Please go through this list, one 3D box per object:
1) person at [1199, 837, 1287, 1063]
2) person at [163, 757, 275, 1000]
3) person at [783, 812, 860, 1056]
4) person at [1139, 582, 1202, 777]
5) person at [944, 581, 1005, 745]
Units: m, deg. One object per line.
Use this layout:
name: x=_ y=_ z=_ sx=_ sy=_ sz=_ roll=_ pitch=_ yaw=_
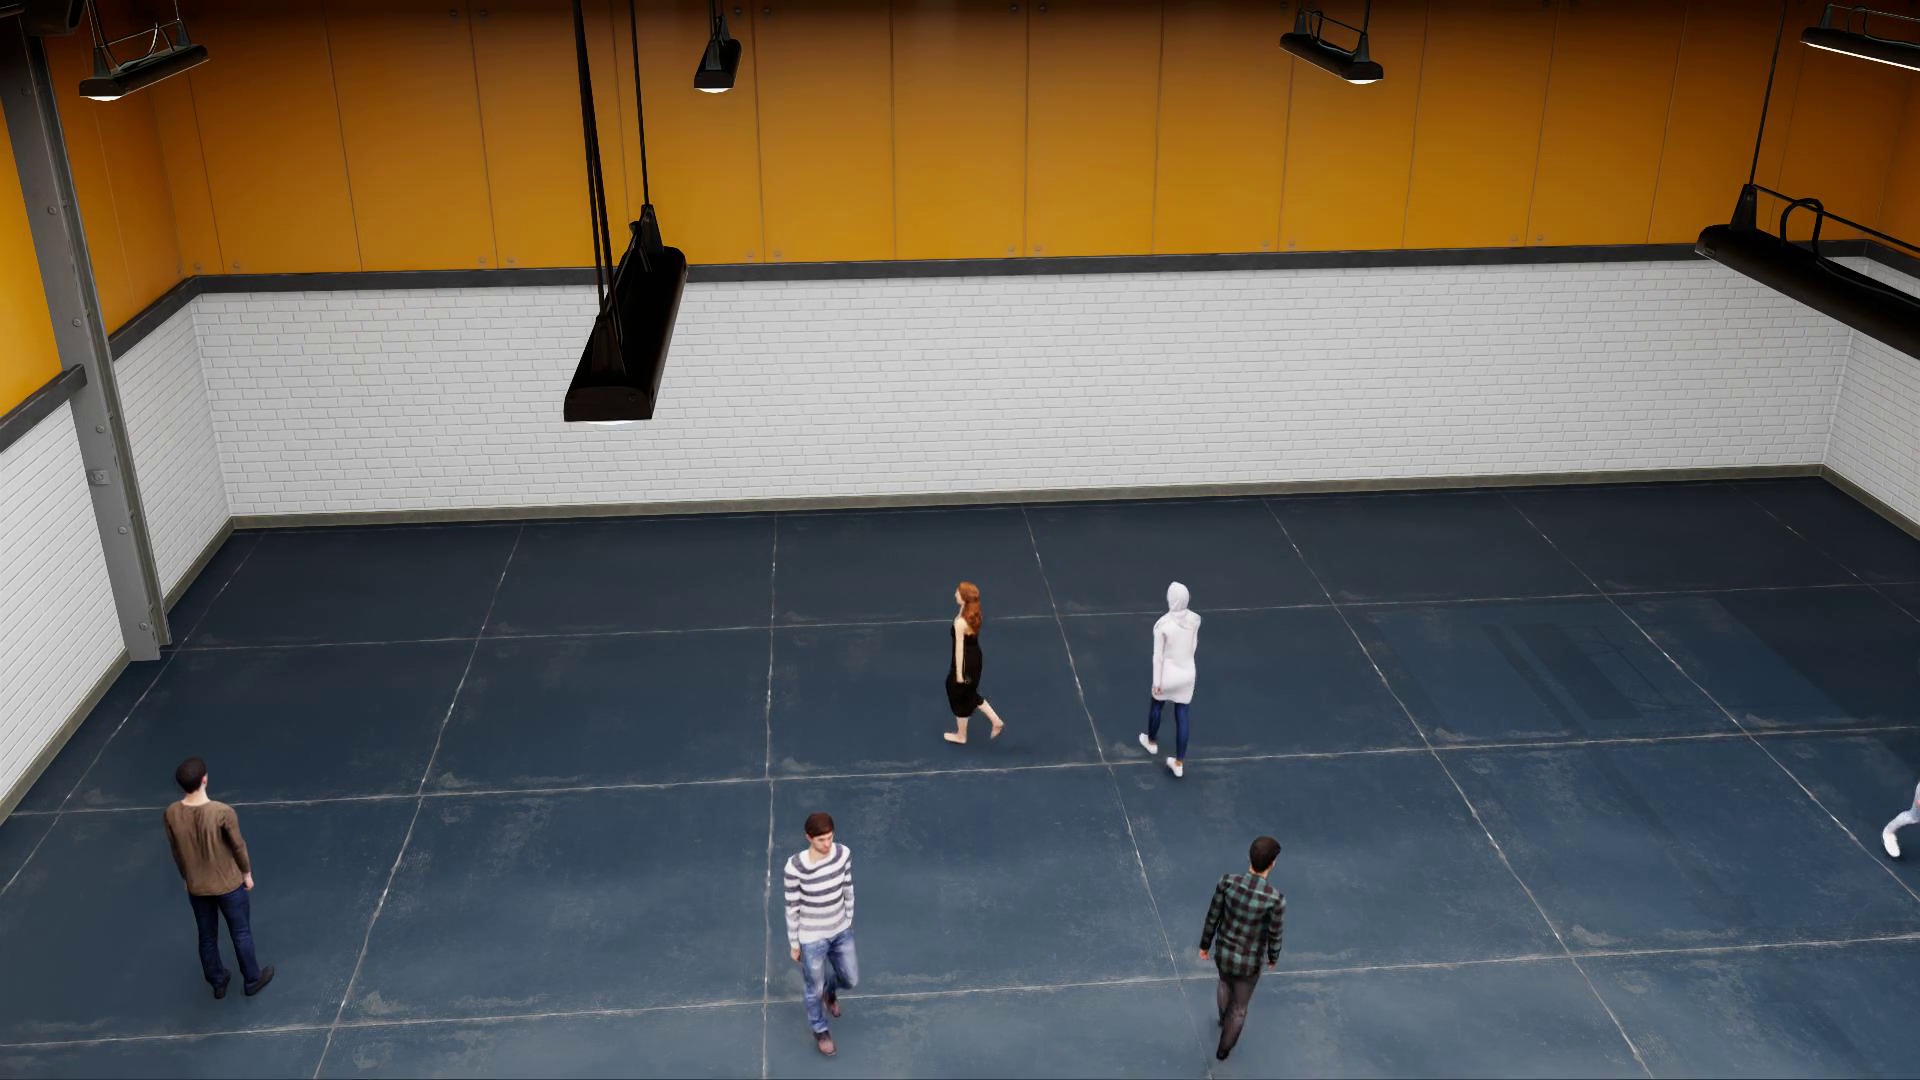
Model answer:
person: x=1.836 y=2.801 z=11.133 sx=0.957 sy=1.691 sz=1.007 roll=12 pitch=26 yaw=25
person: x=-5.219 y=2.371 z=11.632 sx=0.649 sy=1.887 sz=0.550 roll=-1 pitch=24 yaw=-2
person: x=-0.976 y=2.582 z=11.209 sx=0.797 sy=1.838 sz=0.861 roll=-12 pitch=26 yaw=-25
person: x=1.899 y=1.236 z=14.395 sx=0.712 sy=1.753 sz=0.932 roll=-6 pitch=24 yaw=-13
person: x=0.137 y=1.126 z=14.823 sx=0.852 sy=1.612 sz=0.844 roll=11 pitch=26 yaw=24
